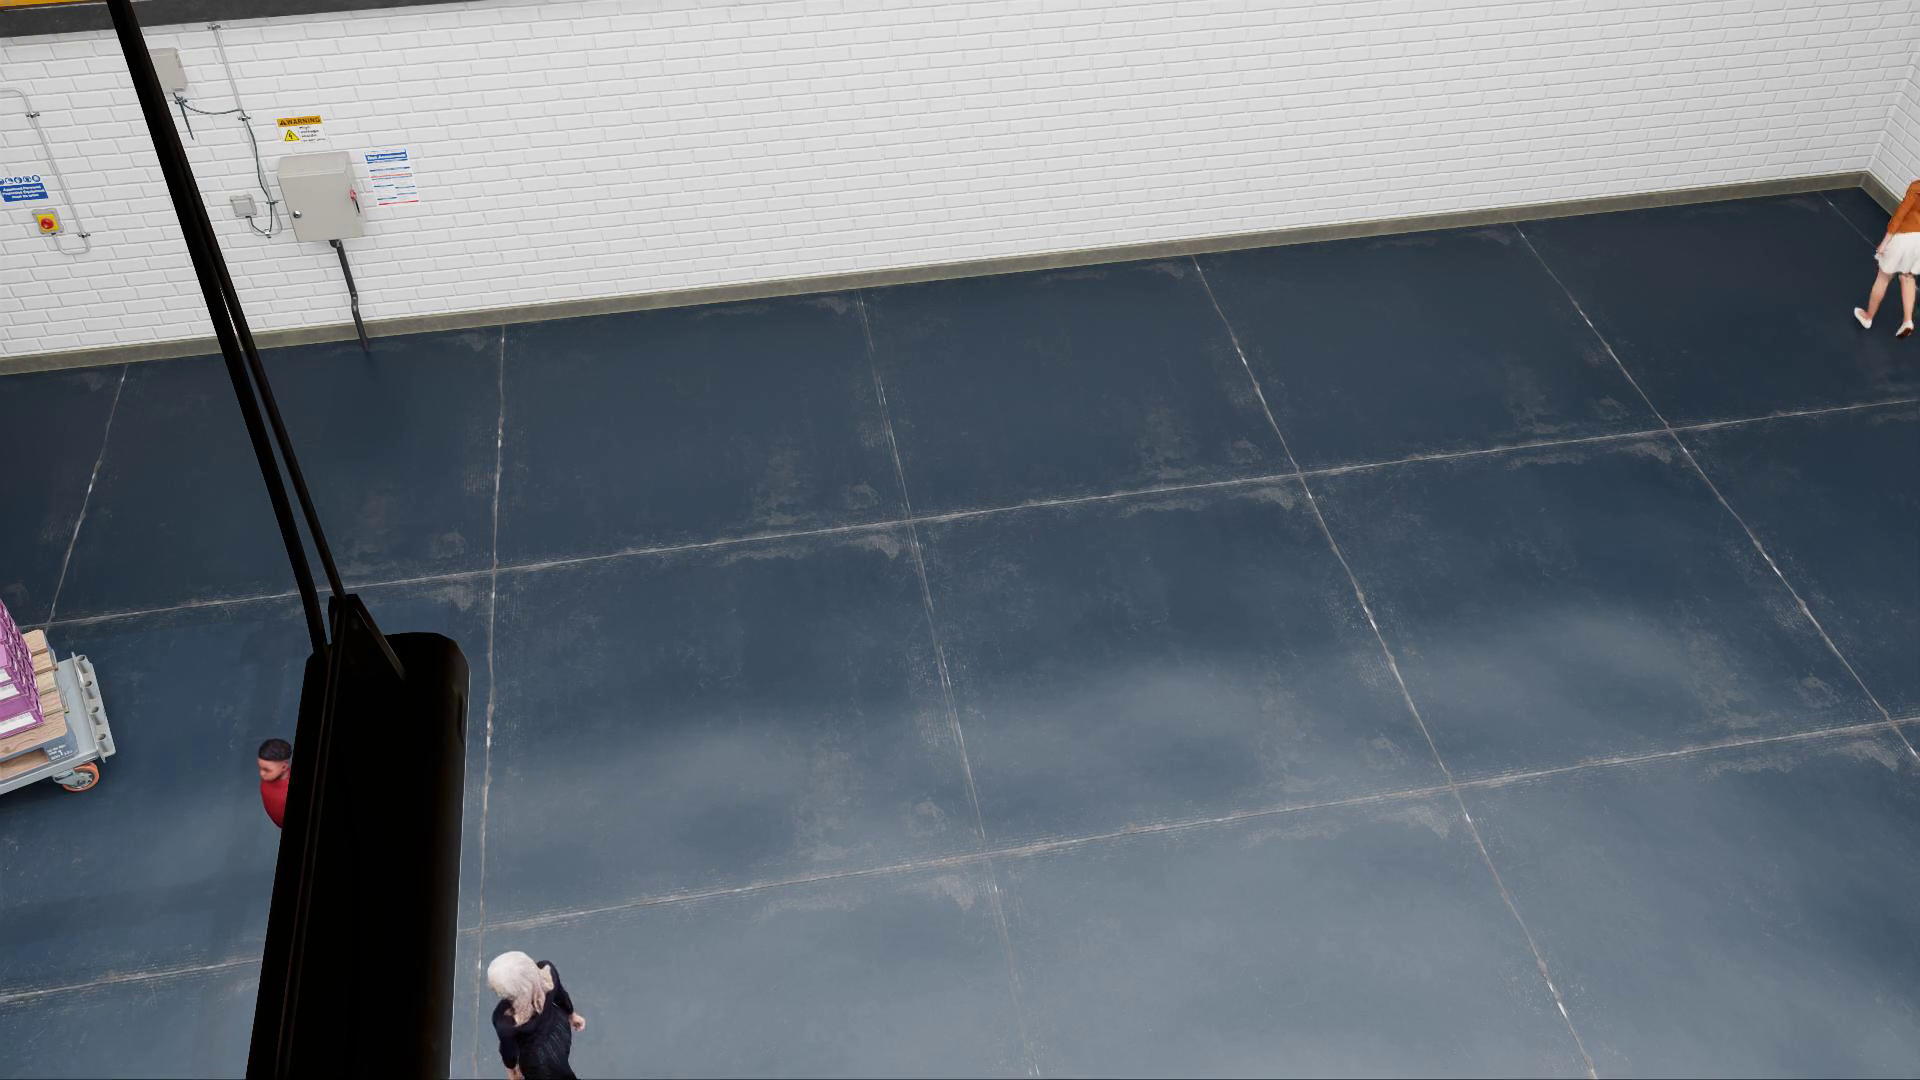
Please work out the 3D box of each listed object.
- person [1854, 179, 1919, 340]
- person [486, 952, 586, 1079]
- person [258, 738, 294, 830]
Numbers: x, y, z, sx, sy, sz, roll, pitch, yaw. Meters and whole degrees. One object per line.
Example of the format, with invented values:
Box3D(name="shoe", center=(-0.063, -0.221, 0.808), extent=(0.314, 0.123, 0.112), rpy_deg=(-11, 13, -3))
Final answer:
Box3D(name="person", center=(7.592, -2.324, 13.213), extent=(0.710, 1.706, 0.902), rpy_deg=(1, 44, 1))
Box3D(name="person", center=(-1.949, 2.546, 8.110), extent=(1.062, 1.694, 1.158), rpy_deg=(16, 46, 16))
Box3D(name="person", center=(-3.748, 1.560, 9.463), extent=(0.579, 1.255, 0.628), rpy_deg=(21, 47, 20))
